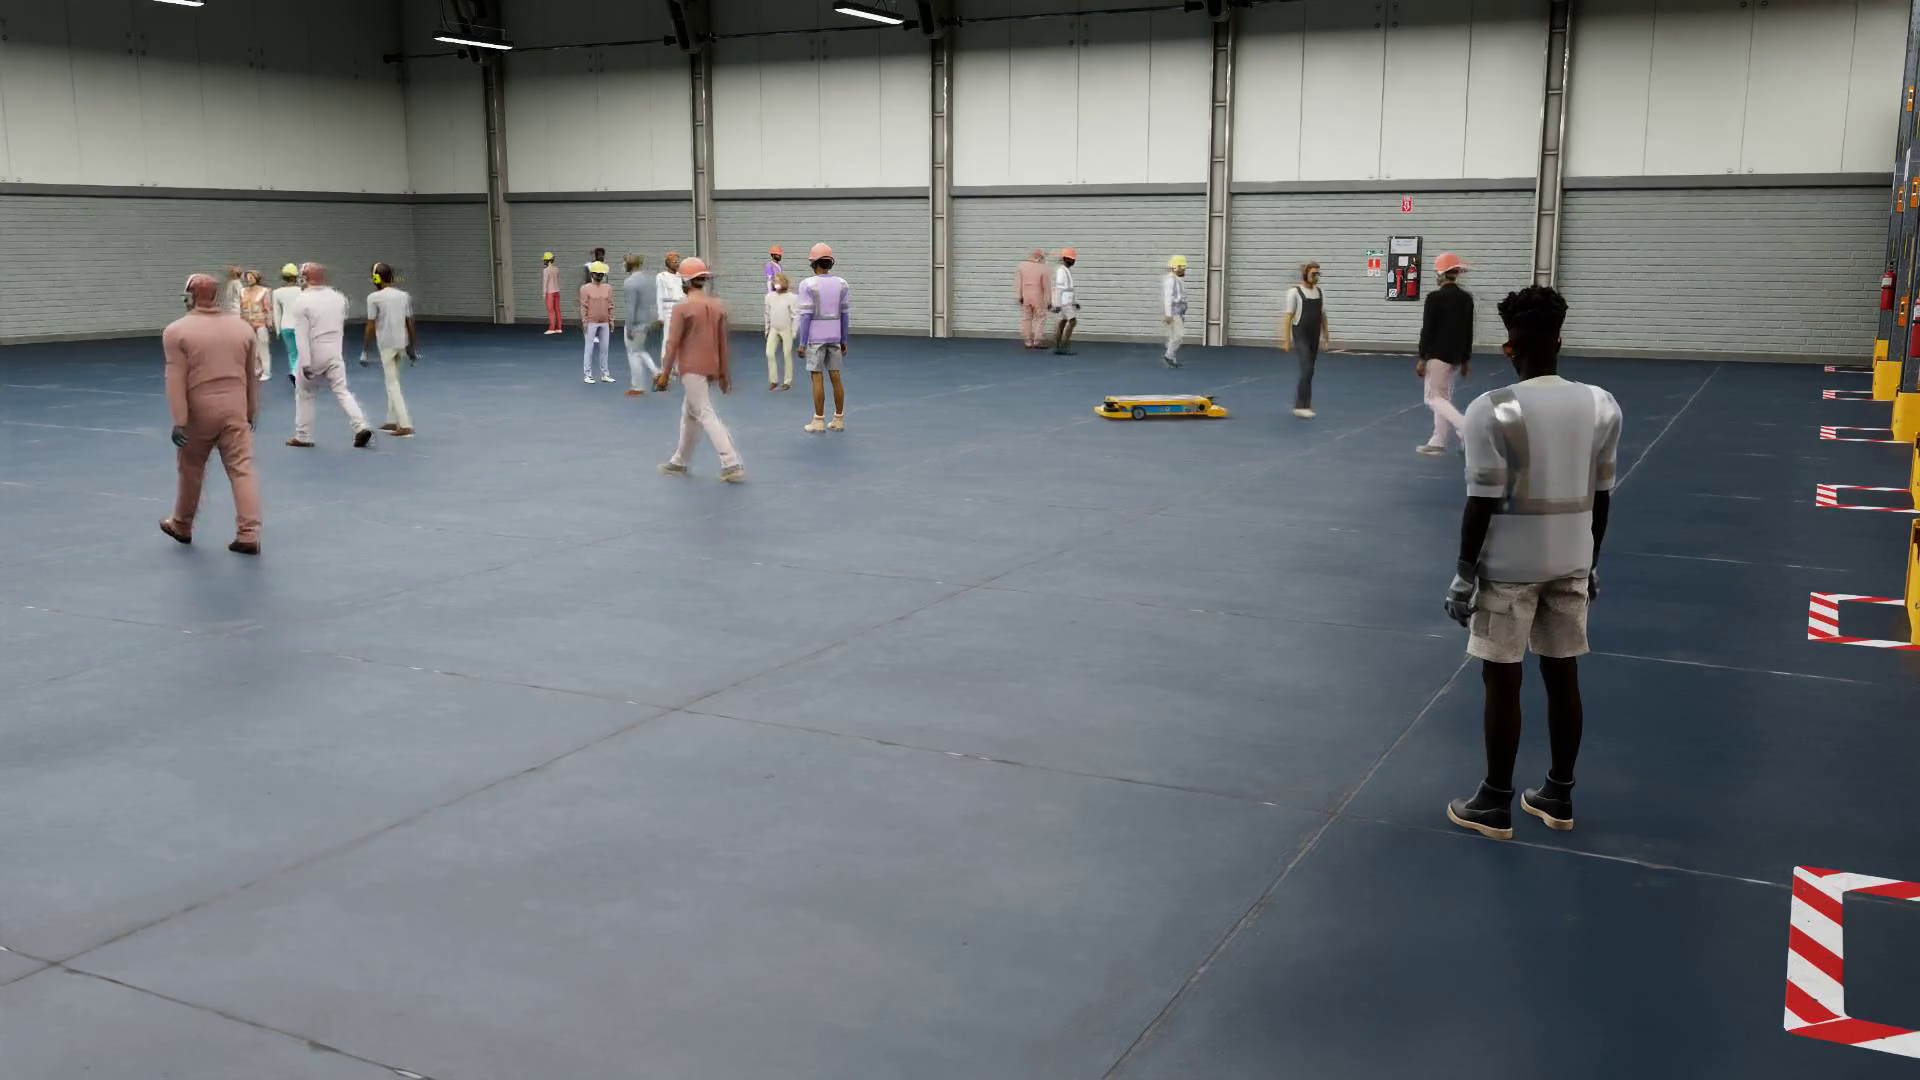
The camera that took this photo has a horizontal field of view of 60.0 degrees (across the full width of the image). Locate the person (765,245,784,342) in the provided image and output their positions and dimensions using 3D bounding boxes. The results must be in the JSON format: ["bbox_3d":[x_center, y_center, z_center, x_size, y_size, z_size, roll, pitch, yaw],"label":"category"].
[{"bbox_3d":[-3.665,-4.932,33.306,0.362,1.935,0.553,3,11,18],"label":"person"}]

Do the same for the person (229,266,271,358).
[{"bbox_3d":[-12.460,-3.920,28.732,0.862,1.598,0.526,-6,12,-28],"label":"person"}]

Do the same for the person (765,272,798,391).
[{"bbox_3d":[-2.472,-2.827,22.674,0.523,1.613,0.557,4,11,19],"label":"person"}]

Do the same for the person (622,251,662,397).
[{"bbox_3d":[-4.230,-2.840,21.934,0.492,1.922,0.648,3,11,14],"label":"person"}]

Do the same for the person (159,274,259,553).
[{"bbox_3d":[-5.106,-0.854,11.267,0.991,1.856,0.673,8,13,38],"label":"person"}]

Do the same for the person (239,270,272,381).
[{"bbox_3d":[-10.294,-3.133,24.333,0.536,1.629,0.396,2,11,13],"label":"person"}]

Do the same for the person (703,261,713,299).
[{"bbox_3d":[-5.085,-4.707,32.967,0.538,1.615,0.515,9,14,41],"label":"person"}]

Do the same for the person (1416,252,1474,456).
[{"bbox_3d":[4.697,-1.752,15.883,0.620,1.969,0.729,-7,13,-35],"label":"person"}]

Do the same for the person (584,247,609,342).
[{"bbox_3d":[-7.220,-4.870,33.121,0.469,1.890,0.596,9,14,40],"label":"person"}]

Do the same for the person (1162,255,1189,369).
[{"bbox_3d":[3.436,-3.614,26.437,0.434,1.817,0.623,4,11,21],"label":"person"}]

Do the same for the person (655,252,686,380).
[{"bbox_3d":[-4.236,-3.314,24.645,0.394,1.879,0.592,7,12,33],"label":"person"}]

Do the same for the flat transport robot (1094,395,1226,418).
[{"bbox_3d":[2.345,-1.576,19.557,1.431,0.197,0.652,-1,10,-7],"label":"flat transport robot"}]

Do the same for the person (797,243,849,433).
[{"bbox_3d":[-1.494,-2.178,18.000,0.616,2.041,0.381,-8,13,-37],"label":"person"}]

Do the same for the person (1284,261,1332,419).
[{"bbox_3d":[4.109,-2.314,19.333,0.535,1.825,0.654,-6,12,-31],"label":"person"}]

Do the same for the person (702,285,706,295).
[{"bbox_3d":[-4.753,-4.116,29.714,0.586,1.620,0.523,4,11,23],"label":"person"}]

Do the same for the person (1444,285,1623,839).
[{"bbox_3d":[2.009,0.085,5.892,0.604,1.959,0.379,-3,11,-16],"label":"person"}]

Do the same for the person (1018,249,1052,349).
[{"bbox_3d":[1.415,-4.511,31.237,0.727,1.865,0.434,7,12,33],"label":"person"}]

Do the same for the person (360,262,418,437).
[{"bbox_3d":[-6.127,-2.019,17.684,0.774,1.837,0.548,6,12,29],"label":"person"}]

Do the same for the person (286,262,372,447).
[{"bbox_3d":[-6.373,-1.845,16.680,0.942,1.869,0.647,6,12,29],"label":"person"}]

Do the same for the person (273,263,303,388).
[{"bbox_3d":[-9.012,-2.859,22.490,0.538,1.752,0.559,0,10,2],"label":"person"}]

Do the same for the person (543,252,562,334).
[{"bbox_3d":[-8.856,-5.337,36.006,0.333,1.761,0.525,4,11,22],"label":"person"}]

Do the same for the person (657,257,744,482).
[{"bbox_3d":[-2.273,-1.480,14.495,1.039,1.948,0.612,5,12,26],"label":"person"}]

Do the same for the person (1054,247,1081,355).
[{"bbox_3d":[1.928,-4.227,29.549,0.592,1.911,0.540,2,11,12],"label":"person"}]

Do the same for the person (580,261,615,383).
[{"bbox_3d":[-5.227,-3.140,24.037,0.522,1.759,0.349,-10,14,-42],"label":"person"}]
